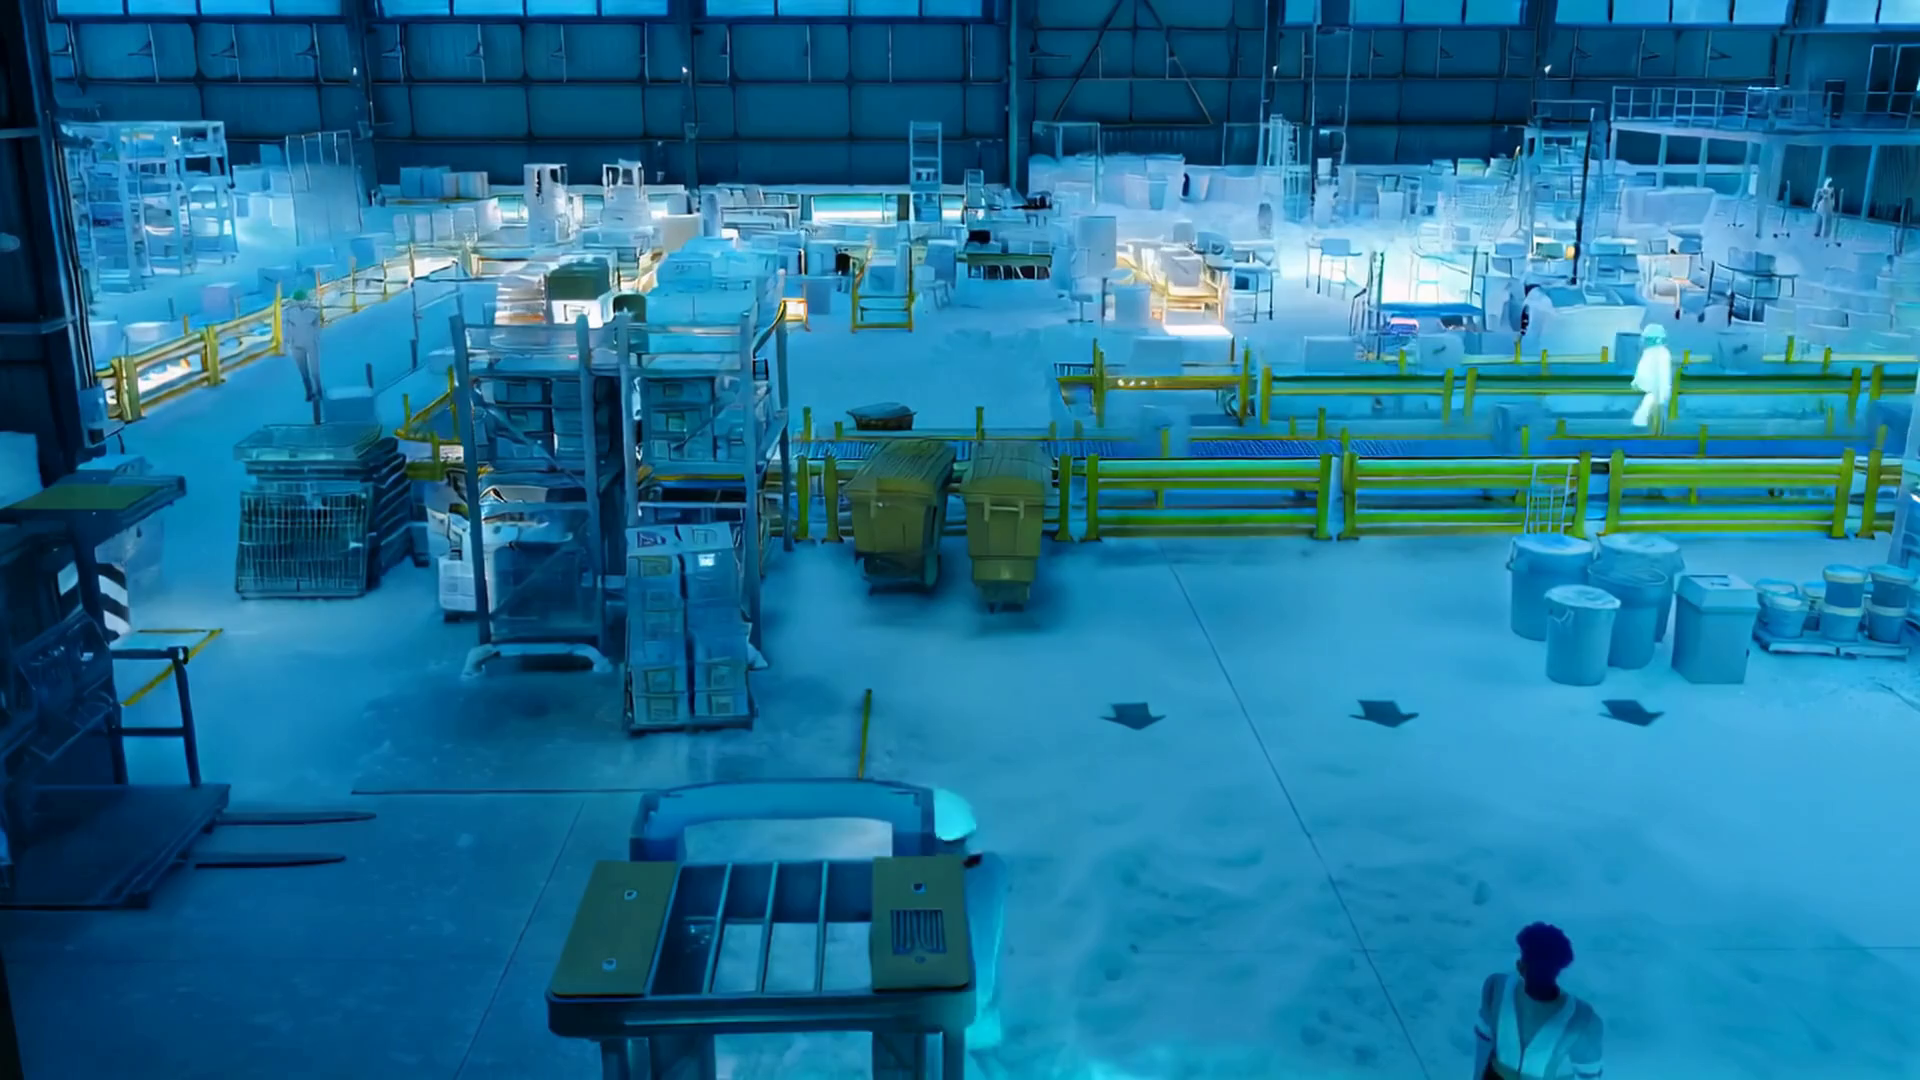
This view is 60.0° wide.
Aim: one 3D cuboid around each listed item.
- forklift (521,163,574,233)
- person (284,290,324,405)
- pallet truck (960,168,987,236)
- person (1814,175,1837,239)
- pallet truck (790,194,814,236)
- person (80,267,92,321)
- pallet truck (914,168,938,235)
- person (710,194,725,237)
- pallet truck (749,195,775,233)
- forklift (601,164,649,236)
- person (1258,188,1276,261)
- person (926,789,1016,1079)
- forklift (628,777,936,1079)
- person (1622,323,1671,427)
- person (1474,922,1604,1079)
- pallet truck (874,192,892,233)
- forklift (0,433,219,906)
[{"bbox_3d":[-12.233,-10.122,49.298,1.157,1.987,2.680,0,16,-1],"label":"forklift"},{"bbox_3d":[-9.937,-2.901,25.209,0.533,1.734,0.836,-4,16,-13],"label":"person"},{"bbox_3d":[0.383,-10.230,50.206,0.823,1.965,1.885,-1,16,-3],"label":"pallet truck"},{"bbox_3d":[25.471,-9.790,48.948,0.506,1.847,0.344,3,16,9],"label":"person"},{"bbox_3d":[-4.814,-9.883,50.259,0.704,1.261,1.522,-1,16,-3],"label":"pallet truck"},{"bbox_3d":[-15.647,-4.201,29.354,0.602,1.939,0.401,-2,16,-5],"label":"person"},{"bbox_3d":[-0.989,-10.316,50.507,0.823,1.965,1.885,1,16,3],"label":"pallet truck"},{"bbox_3d":[-6.022,-7.846,42.108,0.700,1.883,0.684,-2,16,-7],"label":"person"},{"bbox_3d":[-6.051,-9.967,50.660,0.680,1.201,1.601,0,16,-1],"label":"pallet truck"},{"bbox_3d":[-9.948,-10.127,49.296,1.157,1.987,2.680,-1,16,-3],"label":"forklift"},{"bbox_3d":[7.694,-7.772,41.610,0.422,2.026,0.618,10,19,31],"label":"person"},{"bbox_3d":[0.051,2.066,7.624,0.537,1.915,0.832,-13,20,-38],"label":"person"},{"bbox_3d":[-0.542,2.165,5.552,1.129,2.768,1.873,-1,16,-2],"label":"forklift"},{"bbox_3d":[9.020,-1.972,21.883,0.965,1.773,0.606,2,16,6],"label":"person"},{"bbox_3d":[2.393,2.373,6.942,0.578,1.694,0.319,14,21,41],"label":"person"},{"bbox_3d":[-2.277,-9.986,50.594,0.653,1.274,1.630,0,16,-1],"label":"pallet truck"},{"bbox_3d":[-5.952,0.780,10.366,1.873,2.768,1.129,0,16,-1],"label":"forklift"}]
